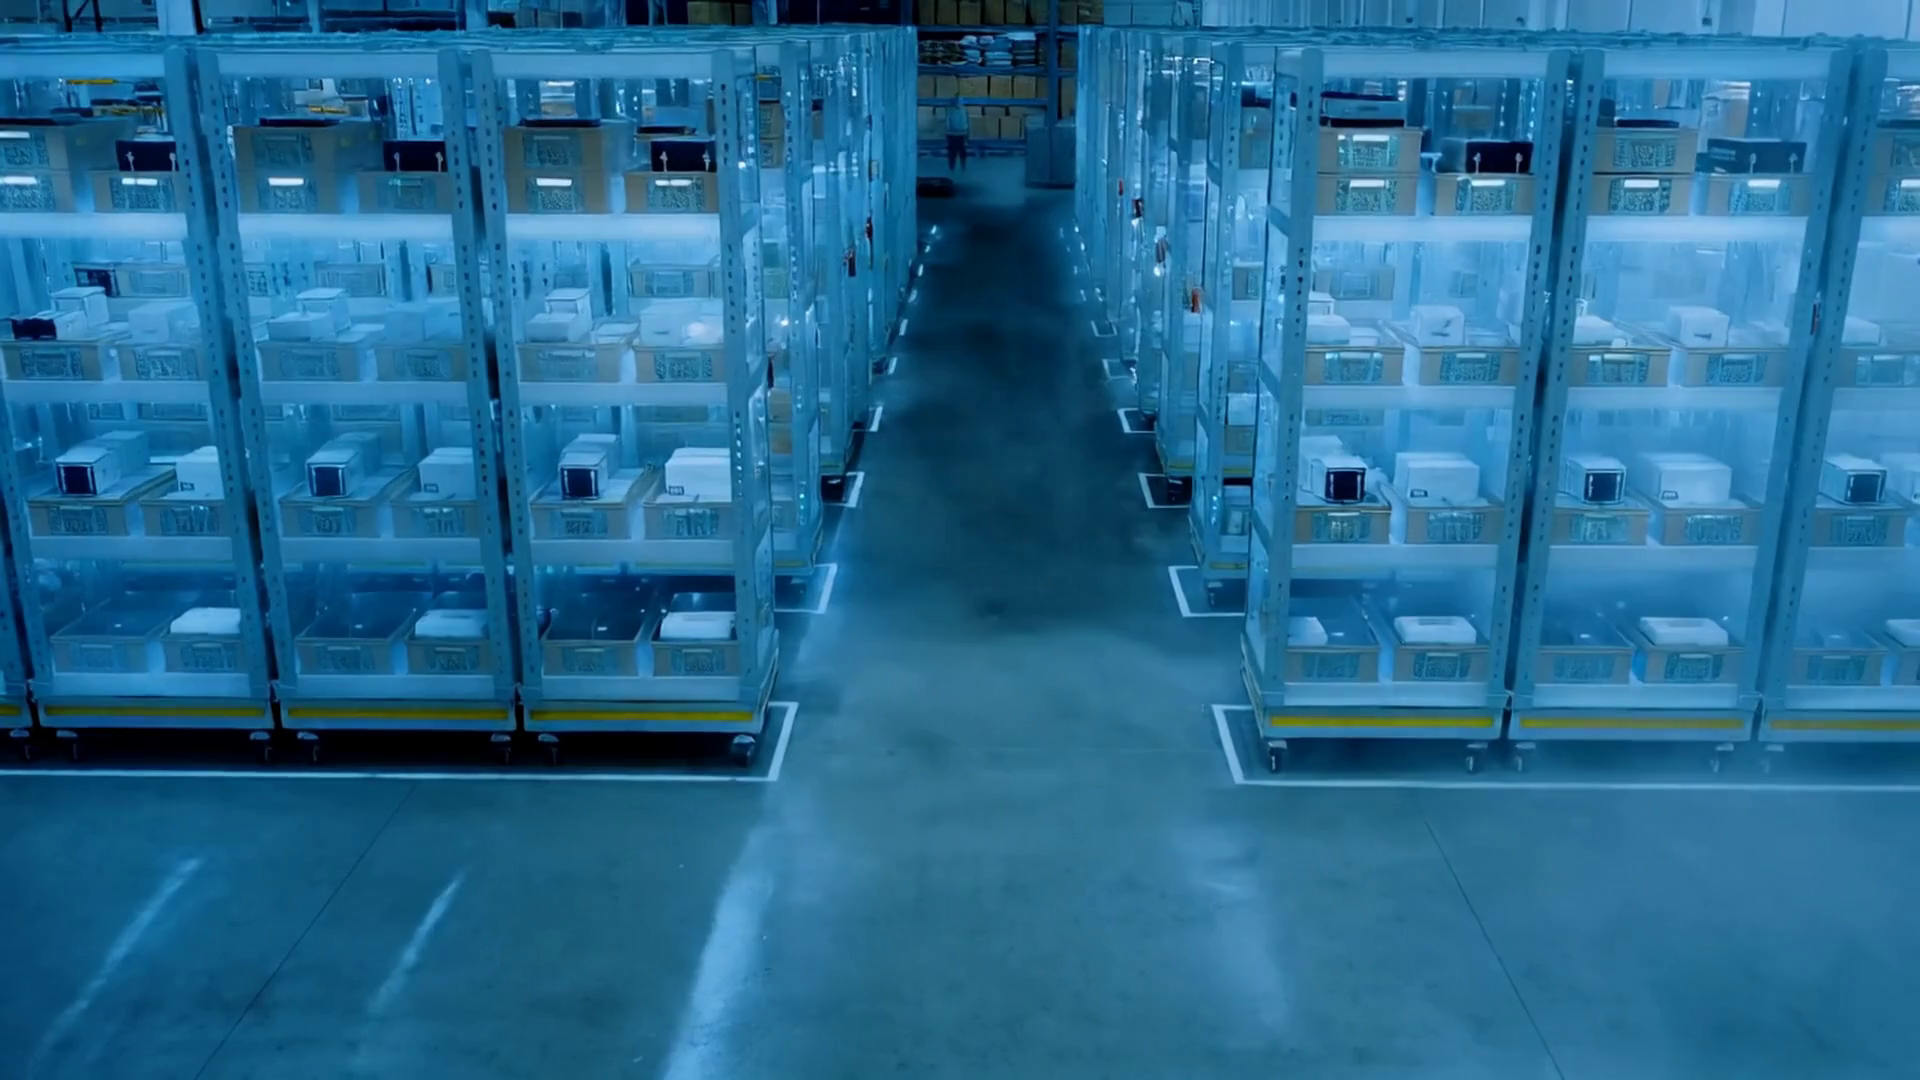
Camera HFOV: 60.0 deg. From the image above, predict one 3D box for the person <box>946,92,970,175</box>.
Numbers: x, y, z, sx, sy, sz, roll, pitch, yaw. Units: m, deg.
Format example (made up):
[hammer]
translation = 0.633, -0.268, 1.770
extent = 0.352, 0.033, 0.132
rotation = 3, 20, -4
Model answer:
[person]
translation = -0.064, -9.999, 40.960
extent = 0.625, 1.992, 0.386
rotation = 6, 18, 18
